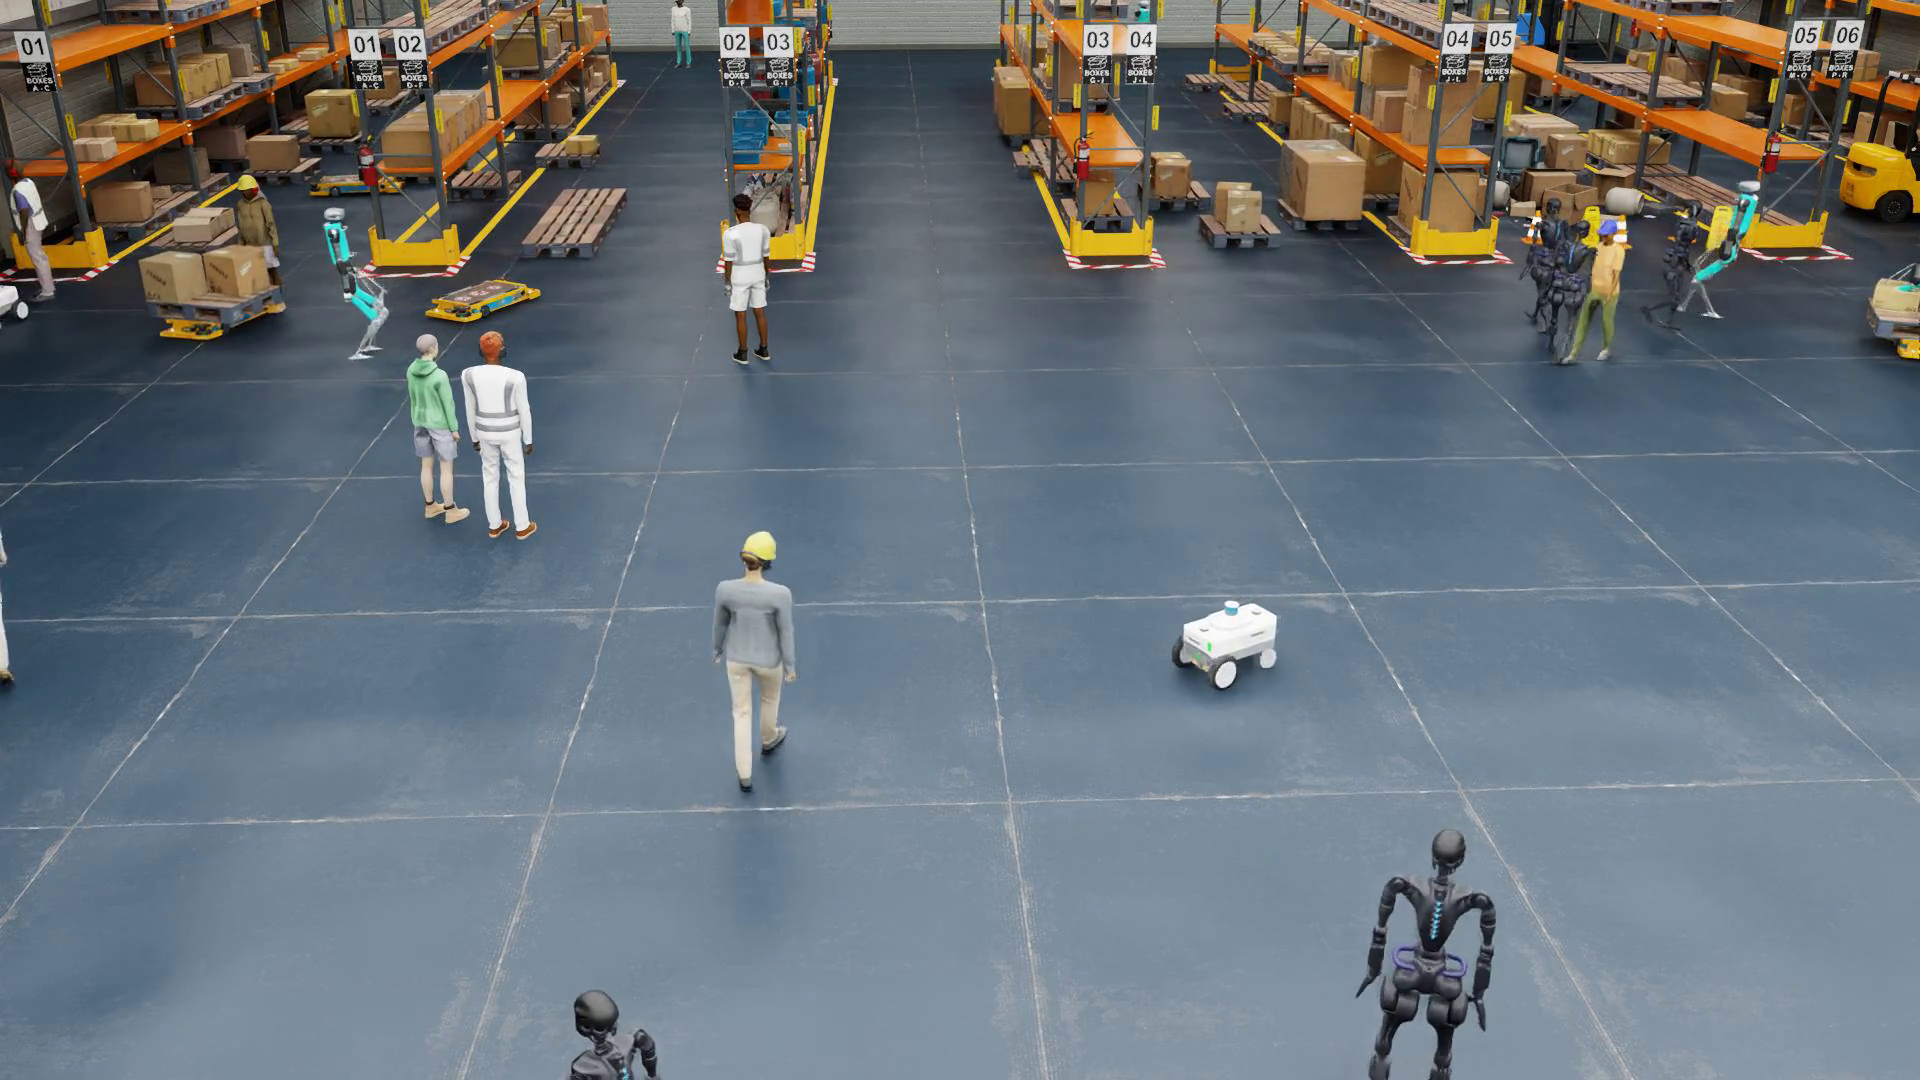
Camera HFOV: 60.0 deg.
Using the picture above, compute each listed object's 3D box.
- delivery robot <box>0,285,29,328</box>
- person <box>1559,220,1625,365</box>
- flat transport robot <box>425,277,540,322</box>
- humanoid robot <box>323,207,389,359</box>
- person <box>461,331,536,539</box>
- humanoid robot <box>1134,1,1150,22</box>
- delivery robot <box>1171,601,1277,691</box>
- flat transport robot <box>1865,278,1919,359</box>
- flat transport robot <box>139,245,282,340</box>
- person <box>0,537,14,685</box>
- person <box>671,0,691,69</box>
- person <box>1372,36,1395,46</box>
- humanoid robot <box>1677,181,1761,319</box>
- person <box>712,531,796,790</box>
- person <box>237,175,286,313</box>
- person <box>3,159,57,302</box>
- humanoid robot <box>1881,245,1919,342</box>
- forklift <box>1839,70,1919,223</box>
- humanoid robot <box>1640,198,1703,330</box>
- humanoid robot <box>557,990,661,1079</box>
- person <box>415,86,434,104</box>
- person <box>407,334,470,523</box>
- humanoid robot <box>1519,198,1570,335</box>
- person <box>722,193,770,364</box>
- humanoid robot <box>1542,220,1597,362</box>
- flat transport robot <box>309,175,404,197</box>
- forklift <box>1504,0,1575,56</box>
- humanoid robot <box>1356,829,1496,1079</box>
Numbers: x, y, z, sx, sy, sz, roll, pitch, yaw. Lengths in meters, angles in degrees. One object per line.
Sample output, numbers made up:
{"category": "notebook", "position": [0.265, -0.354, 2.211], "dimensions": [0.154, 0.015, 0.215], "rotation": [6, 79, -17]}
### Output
{"category": "delivery robot", "position": [-12.039, -2.928, 20.693], "dimensions": [0.524, 0.589, 0.761], "rotation": [4, 24, 8]}
{"category": "person", "position": [7.343, -2.836, 19.098], "dimensions": [0.777, 1.682, 0.442], "rotation": [-19, 30, -36]}
{"category": "flat transport robot", "position": [-6.139, -3.096, 21.429], "dimensions": [0.659, 0.231, 1.431], "rotation": [12, 27, 25]}
{"category": "humanoid robot", "position": [-6.952, -2.997, 19.377], "dimensions": [0.689, 1.778, 0.535], "rotation": [-7, 25, -15]}
{"category": "person", "position": [-4.013, -0.906, 14.538], "dimensions": [0.566, 1.878, 0.354], "rotation": [1, 24, 3]}
{"category": "humanoid robot", "position": [4.124, -11.813, 39.144], "dimensions": [0.547, 1.728, 0.743], "rotation": [-17, 29, -33]}
{"category": "delivery robot", "position": [1.996, 0.760, 12.436], "dimensions": [0.811, 0.613, 0.499], "rotation": [-15, 28, -30]}
{"category": "flat transport robot", "position": [11.539, -2.432, 19.938], "dimensions": [0.659, 0.231, 1.431], "rotation": [8, 25, 18]}
{"category": "flat transport robot", "position": [-9.224, -2.785, 20.730], "dimensions": [0.659, 0.231, 1.431], "rotation": [6, 25, 13]}
{"category": "person", "position": [-7.296, 0.162, 12.164], "dimensions": [0.568, 1.856, 0.929], "rotation": [-14, 27, -28]}
{"category": "person", "position": [-6.782, -12.391, 40.473], "dimensions": [0.523, 1.768, 0.306], "rotation": [8, 25, 17]}
{"category": "person", "position": [10.727, -12.926, 41.707], "dimensions": [1.006, 1.744, 0.602], "rotation": [-1, 24, -2]}
{"category": "humanoid robot", "position": [9.447, -3.609, 20.891], "dimensions": [0.840, 1.870, 0.565], "rotation": [17, 29, 33]}
{"category": "person", "position": [-1.355, 0.749, 11.000], "dimensions": [0.593, 1.716, 0.809], "rotation": [3, 24, 6]}
{"category": "person", "position": [-8.878, -3.763, 21.098], "dimensions": [0.542, 1.757, 0.414], "rotation": [4, 24, 10]}
{"category": "person", "position": [-12.042, -4.014, 21.564], "dimensions": [0.406, 1.839, 0.577], "rotation": [-6, 25, -14]}
{"category": "humanoid robot", "position": [11.295, -3.196, 19.784], "dimensions": [0.546, 1.753, 0.682], "rotation": [-19, 30, -36]}
{"category": "forklift", "position": [15.132, -6.143, 25.915], "dimensions": [2.313, 2.155, 1.214], "rotation": [-1, 24, -2]}
{"category": "humanoid robot", "position": [8.738, -3.401, 20.393], "dimensions": [0.494, 1.641, 0.609], "rotation": [19, 30, 36]}
{"category": "humanoid robot", "position": [-1.479, 2.584, 6.948], "dimensions": [0.523, 1.642, 0.612], "rotation": [17, 29, 33]}
{"category": "person", "position": [-10.865, -9.303, 33.621], "dimensions": [0.552, 1.684, 0.448], "rotation": [-2, 24, -6]}
{"category": "person", "position": [-4.714, -0.995, 14.908], "dimensions": [0.465, 1.734, 0.320], "rotation": [10, 26, 22]}
{"category": "humanoid robot", "position": [7.174, -3.375, 20.379], "dimensions": [0.599, 1.624, 0.774], "rotation": [-8, 25, -17]}
{"category": "person", "position": [-2.451, -3.007, 19.163], "dimensions": [0.596, 1.958, 0.369], "rotation": [-17, 29, -34]}
{"category": "humanoid robot", "position": [7.025, -2.888, 19.279], "dimensions": [0.593, 1.636, 0.665], "rotation": [20, 31, 37]}
{"category": "flat transport robot", "position": [-10.079, -5.935, 27.807], "dimensions": [1.431, 0.231, 0.659], "rotation": [-5, 24, -10]}
{"category": "forklift", "position": [14.700, -13.805, 42.301], "dimensions": [1.873, 2.768, 1.129], "rotation": [-1, 24, -2]}
{"category": "humanoid robot", "position": [2.220, 2.130, 7.952], "dimensions": [0.616, 1.637, 0.394], "rotation": [7, 25, 15]}
